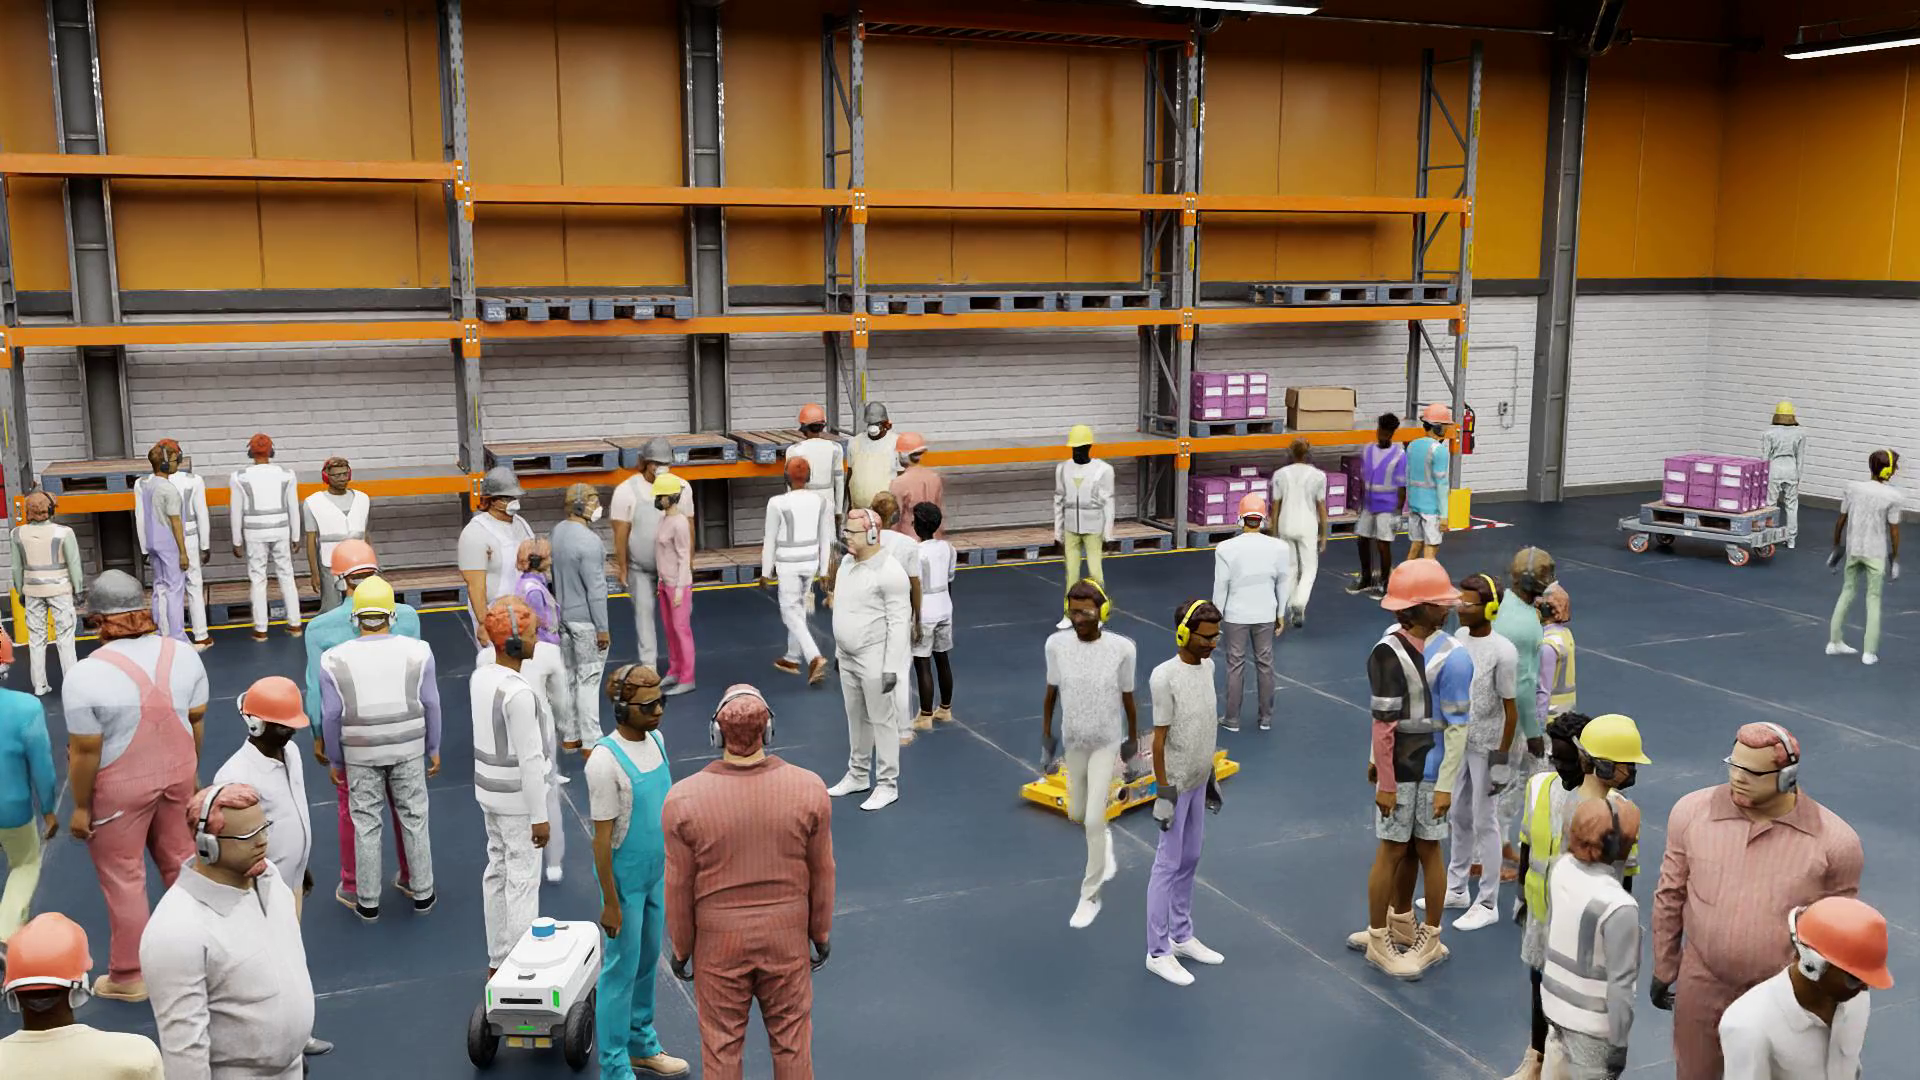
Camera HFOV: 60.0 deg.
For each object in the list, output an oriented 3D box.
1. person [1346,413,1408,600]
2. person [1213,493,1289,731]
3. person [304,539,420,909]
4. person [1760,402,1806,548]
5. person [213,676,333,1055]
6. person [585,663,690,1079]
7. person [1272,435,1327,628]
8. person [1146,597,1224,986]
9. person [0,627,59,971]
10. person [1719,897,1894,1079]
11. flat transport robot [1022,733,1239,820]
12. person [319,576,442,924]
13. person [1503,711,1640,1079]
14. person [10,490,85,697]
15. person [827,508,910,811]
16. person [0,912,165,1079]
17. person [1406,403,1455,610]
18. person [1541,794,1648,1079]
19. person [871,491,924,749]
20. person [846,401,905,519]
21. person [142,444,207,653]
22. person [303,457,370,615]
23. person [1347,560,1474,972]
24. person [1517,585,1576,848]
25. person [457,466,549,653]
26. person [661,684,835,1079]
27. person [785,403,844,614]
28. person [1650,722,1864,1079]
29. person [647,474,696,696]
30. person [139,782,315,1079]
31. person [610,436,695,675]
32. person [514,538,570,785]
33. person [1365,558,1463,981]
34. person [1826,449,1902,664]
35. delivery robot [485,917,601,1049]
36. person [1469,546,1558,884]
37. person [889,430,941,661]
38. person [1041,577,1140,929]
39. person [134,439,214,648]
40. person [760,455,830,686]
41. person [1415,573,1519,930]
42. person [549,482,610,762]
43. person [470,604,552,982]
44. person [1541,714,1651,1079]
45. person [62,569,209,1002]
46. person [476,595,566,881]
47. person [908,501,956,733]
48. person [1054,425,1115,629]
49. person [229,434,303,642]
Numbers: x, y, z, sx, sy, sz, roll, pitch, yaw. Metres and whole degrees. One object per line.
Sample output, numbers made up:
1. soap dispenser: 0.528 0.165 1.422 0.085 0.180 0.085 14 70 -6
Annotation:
1. person: 4.224 -0.337 16.694 0.444 1.921 0.669 -7 12 -34
2. person: 2.117 0.528 12.193 0.573 1.750 0.330 -1 10 -8
3. person: -3.185 0.979 8.940 0.617 1.987 0.411 -6 11 -31
4. person: 9.748 -0.773 19.762 0.484 1.735 0.343 1 10 7
5. person: -2.890 1.427 7.049 0.347 1.741 0.564 1 10 4
6. person: -1.339 1.407 6.869 0.328 1.844 0.514 3 10 17
7. person: 3.113 -0.054 15.351 0.537 1.824 0.626 4 11 22
8. person: 1.107 1.193 8.053 0.328 1.865 0.521 8 12 38
9. person: -4.659 1.272 7.961 0.651 1.727 0.404 -3 10 -15
10. person: 2.454 1.830 4.868 0.569 1.685 0.873 -4 10 -20
11. flat transport robot: 1.131 1.504 10.840 1.431 0.197 0.652 -9 14 -43
12. person: -3.016 1.094 8.707 0.589 1.833 0.404 -4 11 -22
13. person: 2.456 1.510 6.708 0.317 1.693 0.540 -6 12 -31
14. person: -7.167 0.430 13.092 0.522 1.640 0.306 -1 10 -3
15. person: -0.607 0.744 10.511 0.404 1.911 0.636 -8 12 -38
16. person: -2.413 1.860 4.525 0.573 1.748 0.336 -3 10 -17
17. person: 4.594 -0.318 16.241 0.391 2.040 0.615 -3 10 -18
18. person: 2.167 1.691 5.904 0.670 1.619 0.523 -1 10 -7
19. person: -0.523 0.568 11.738 0.534 1.841 0.381 1 10 6
20. person: -0.850 -0.395 16.688 0.683 2.000 0.537 4 10 20
21. person: -6.877 0.088 14.470 0.514 1.845 0.339 7 12 36
22. person: -5.079 0.231 13.642 0.390 1.846 0.565 8 13 39
23. person: 2.197 1.094 8.125 0.383 2.036 0.605 -5 11 -25
24. person: 3.359 1.054 9.525 0.317 1.632 0.525 5 11 28
25. person: -3.115 0.495 11.559 0.537 2.000 0.682 3 10 17
26. person: -0.792 1.478 6.274 0.643 1.913 0.411 -2 10 -14
27. person: -1.424 -0.305 16.150 0.614 2.045 0.381 -6 12 -31
28. person: 2.748 1.559 5.825 0.651 1.904 0.402 7 12 35
29. person: -2.299 0.350 13.195 0.327 1.765 0.533 -6 11 -29
30. person: -2.208 1.672 5.167 0.409 1.906 0.652 1 10 4
31. person: -2.476 0.151 13.543 0.701 2.000 0.535 -4 11 -22
32. person: -2.793 0.797 10.984 0.308 1.638 0.511 -4 11 -24
33. person: 2.210 1.094 8.087 0.359 2.047 0.614 9 13 42
34. person: 7.747 0.130 14.240 0.391 1.861 0.597 -7 12 -34
35. delivery robot: -1.838 1.918 7.372 0.477 0.478 0.707 0 10 2
36. person: 3.043 0.971 9.165 0.487 1.919 0.641 4 11 22
37. person: -0.437 0.049 14.292 0.440 1.995 0.617 7 12 36
38. person: 0.717 1.068 8.874 0.534 1.840 0.757 4 11 22
39. person: -6.875 0.054 14.560 0.574 1.882 0.358 -3 10 -17
40. person: -1.298 0.239 13.570 0.577 1.861 0.834 -8 13 -40
41. person: 2.663 1.088 8.633 0.334 1.875 0.521 -3 10 -18
42. person: -2.601 0.560 11.490 0.372 1.937 0.630 -8 13 -39
43. person: -2.083 1.225 7.811 0.355 1.883 0.575 -8 13 -38
44. person: 2.439 1.529 6.428 0.338 1.761 0.525 3 10 19
45. person: -3.924 1.137 7.864 0.536 2.000 0.688 5 11 29
46. person: -2.435 1.100 9.296 0.552 1.603 0.672 -6 11 -30
47. person: -0.238 0.560 12.176 0.316 1.695 0.542 7 12 36
48. person: 1.143 -0.109 15.383 0.612 1.927 0.386 5 11 28
49. person: -6.275 -0.026 15.040 0.582 1.876 0.382 -7 12 -35
